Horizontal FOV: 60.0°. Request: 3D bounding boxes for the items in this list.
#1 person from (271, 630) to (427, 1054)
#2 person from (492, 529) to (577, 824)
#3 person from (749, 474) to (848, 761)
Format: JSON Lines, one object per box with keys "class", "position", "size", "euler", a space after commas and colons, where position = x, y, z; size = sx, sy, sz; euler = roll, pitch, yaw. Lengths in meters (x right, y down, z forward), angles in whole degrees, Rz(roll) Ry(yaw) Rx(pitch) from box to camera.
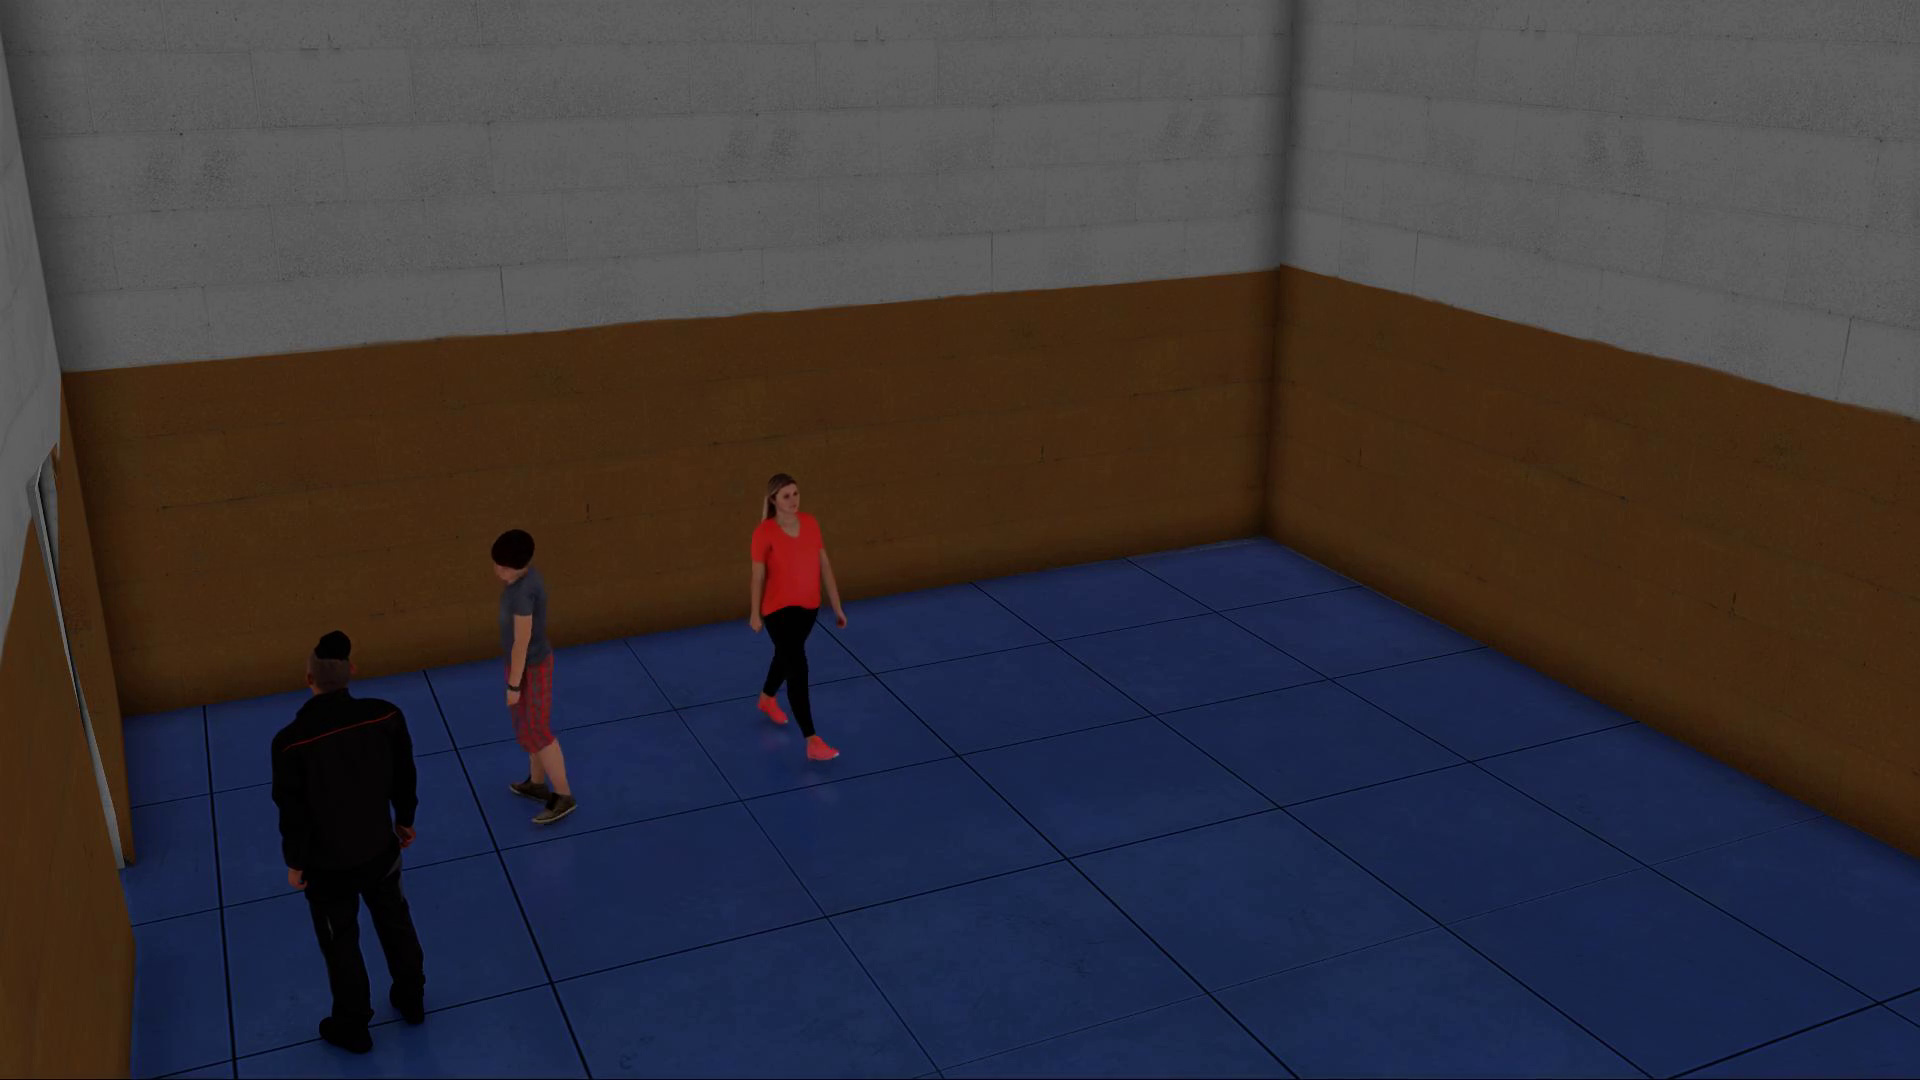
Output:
{"class": "person", "position": [-2.533, 1.234, 6.910], "size": [0.908, 1.862, 0.716], "euler": [17, 25, 40]}
{"class": "person", "position": [-2.319, 0.678, 8.944], "size": [0.662, 1.628, 0.763], "euler": [0, 19, 1]}
{"class": "person", "position": [-1.040, 0.415, 9.717], "size": [1.174, 1.644, 0.911], "euler": [-17, 25, -41]}
